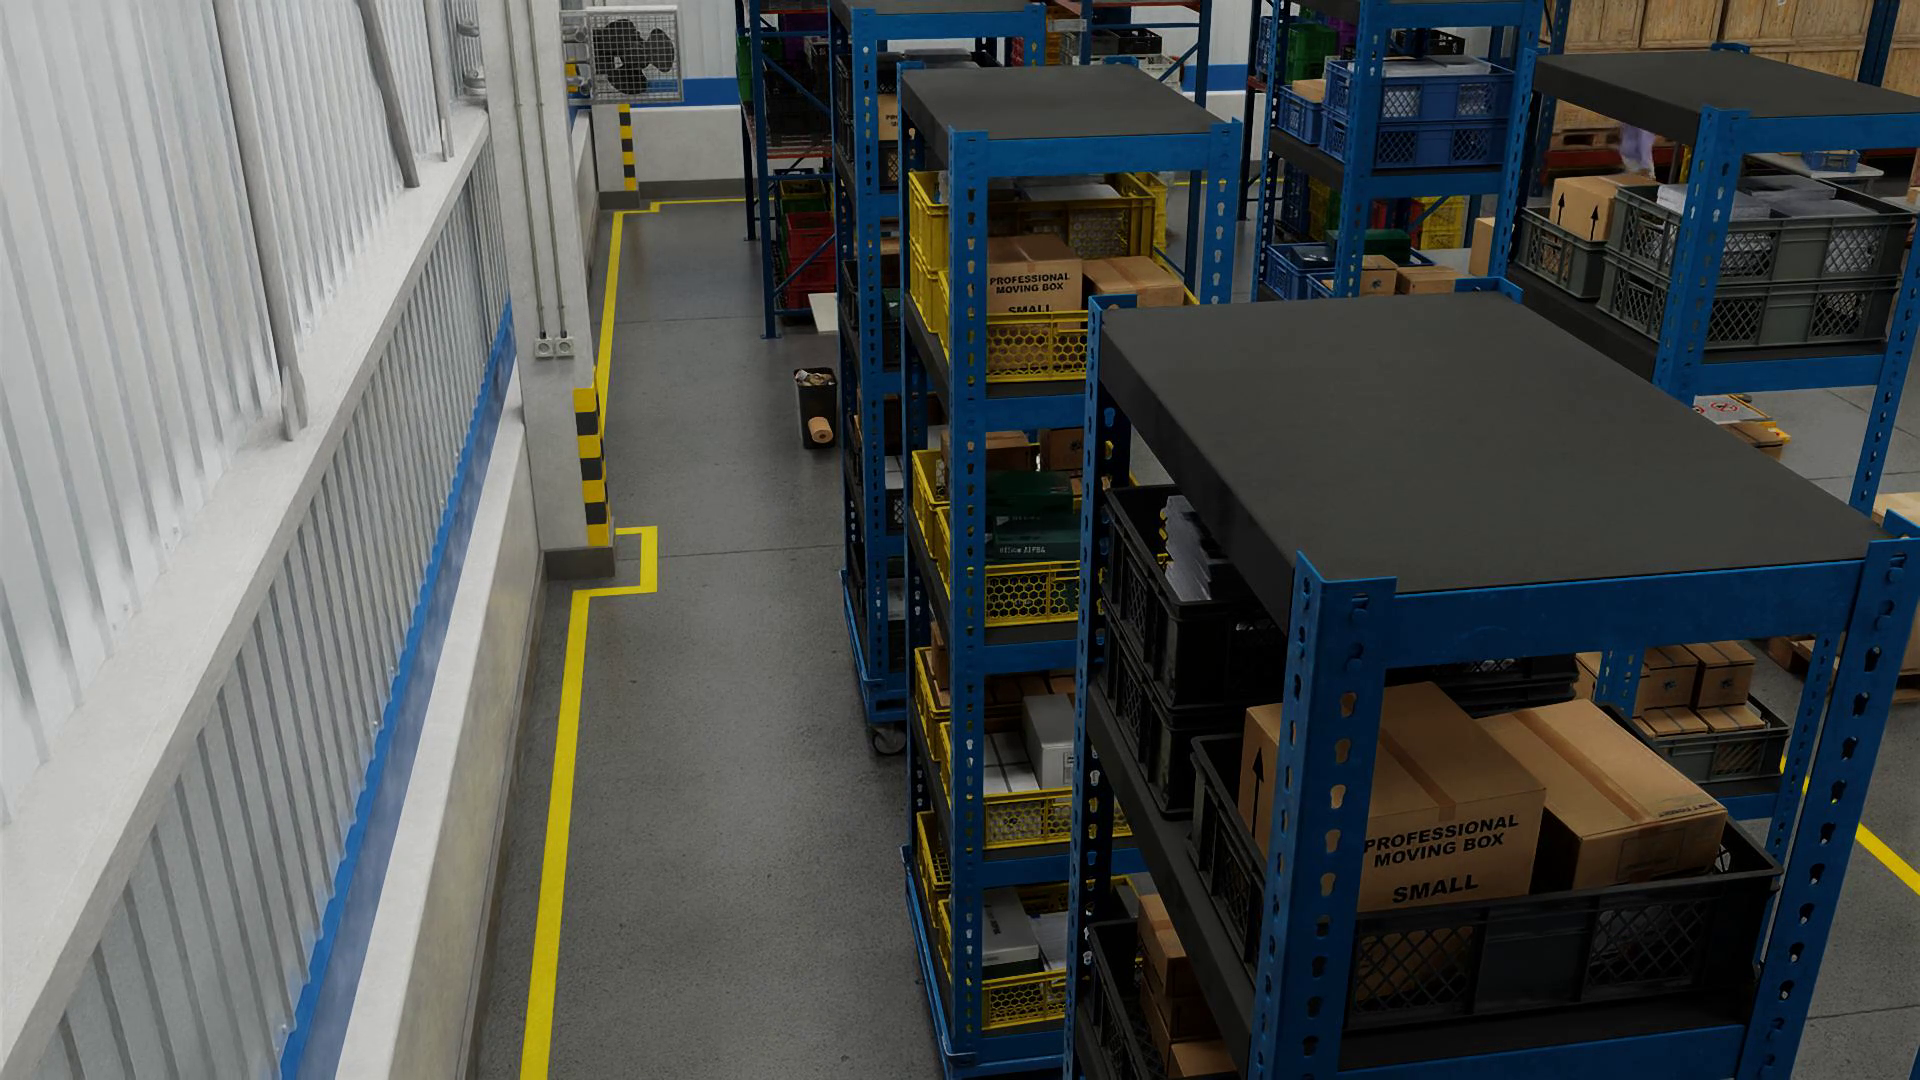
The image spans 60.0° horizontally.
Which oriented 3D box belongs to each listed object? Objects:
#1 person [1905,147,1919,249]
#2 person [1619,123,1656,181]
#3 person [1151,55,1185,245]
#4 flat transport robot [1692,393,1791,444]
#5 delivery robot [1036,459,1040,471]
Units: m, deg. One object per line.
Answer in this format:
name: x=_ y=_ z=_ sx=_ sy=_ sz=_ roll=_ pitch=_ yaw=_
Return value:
person: x=9.878 y=-3.909 z=16.822 sx=0.410 sy=1.907 sz=0.642 roll=11 pitch=27 yaw=23
person: x=6.813 y=-3.797 z=16.550 sx=0.500 sy=1.924 sz=0.666 roll=7 pitch=26 yaw=16
person: x=2.109 y=-3.983 z=17.007 sx=0.337 sy=1.882 sz=0.585 roll=13 pitch=28 yaw=26
flat transport robot: x=5.224 y=-0.859 z=12.132 sx=1.431 sy=0.197 sz=0.652 roll=-4 pitch=25 yaw=-8
delivery robot: x=0.693 y=-0.400 z=10.689 sx=0.707 sy=0.478 sz=0.477 roll=-10 pitch=26 yaw=-20
